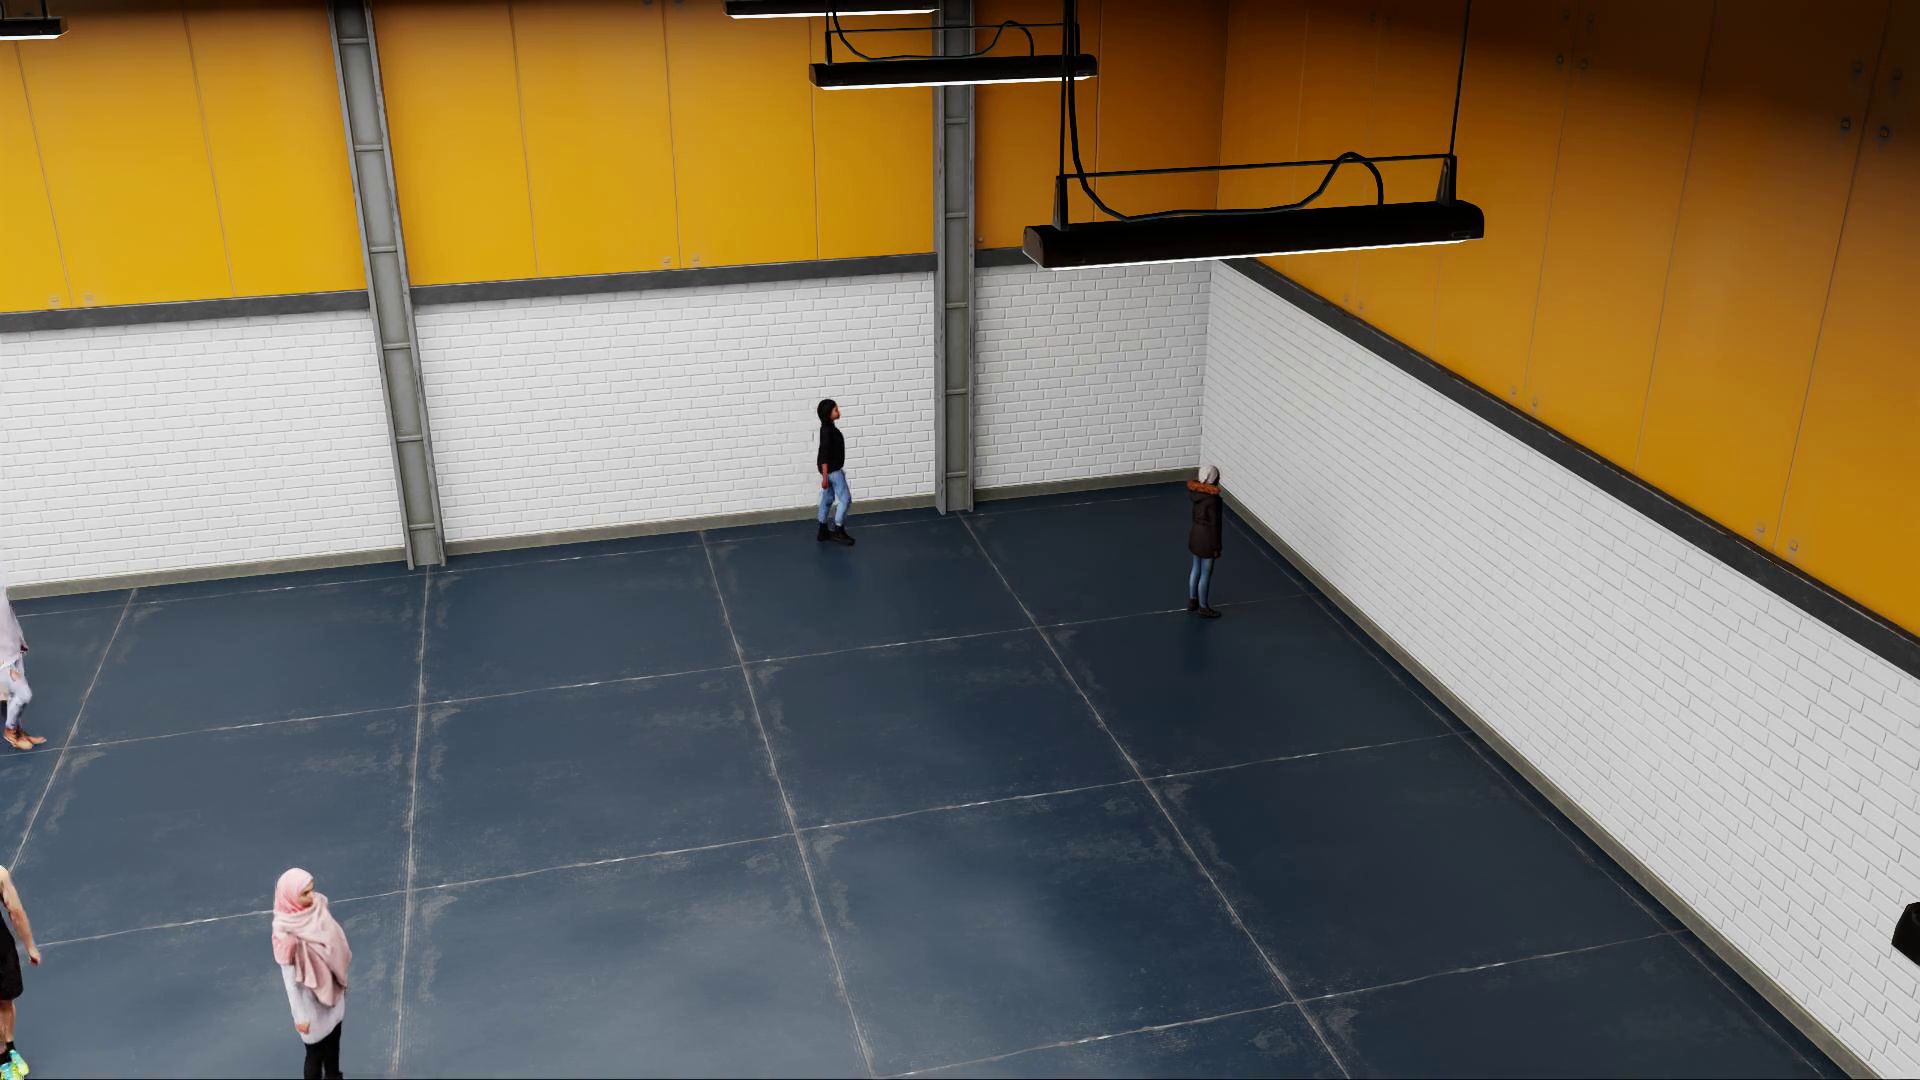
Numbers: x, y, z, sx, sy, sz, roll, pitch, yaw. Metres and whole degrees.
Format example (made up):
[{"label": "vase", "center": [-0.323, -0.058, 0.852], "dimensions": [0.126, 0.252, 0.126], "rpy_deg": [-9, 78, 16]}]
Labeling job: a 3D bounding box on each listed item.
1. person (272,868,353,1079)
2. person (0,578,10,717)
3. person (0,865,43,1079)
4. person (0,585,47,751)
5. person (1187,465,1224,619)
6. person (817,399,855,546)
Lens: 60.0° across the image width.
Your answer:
[{"label": "person", "center": [-3.955, 2.795, 10.218], "dimensions": [0.744, 1.803, 0.730], "rpy_deg": [5, 24, 12]}, {"label": "person", "center": [-8.903, 0.655, 15.104], "dimensions": [1.182, 1.812, 0.915], "rpy_deg": [-13, 27, -27]}, {"label": "person", "center": [-6.239, 2.600, 10.569], "dimensions": [0.905, 1.879, 0.808], "rpy_deg": [20, 30, 38]}, {"label": "person", "center": [-8.330, 0.988, 14.320], "dimensions": [0.680, 1.830, 0.746], "rpy_deg": [-1, 24, -3]}, {"label": "person", "center": [2.483, -0.006, 16.836], "dimensions": [0.629, 1.634, 0.647], "rpy_deg": [-8, 25, -18]}, {"label": "person", "center": [-1.525, -0.747, 18.470], "dimensions": [0.673, 1.684, 0.607], "rpy_deg": [-2, 24, -5]}]
